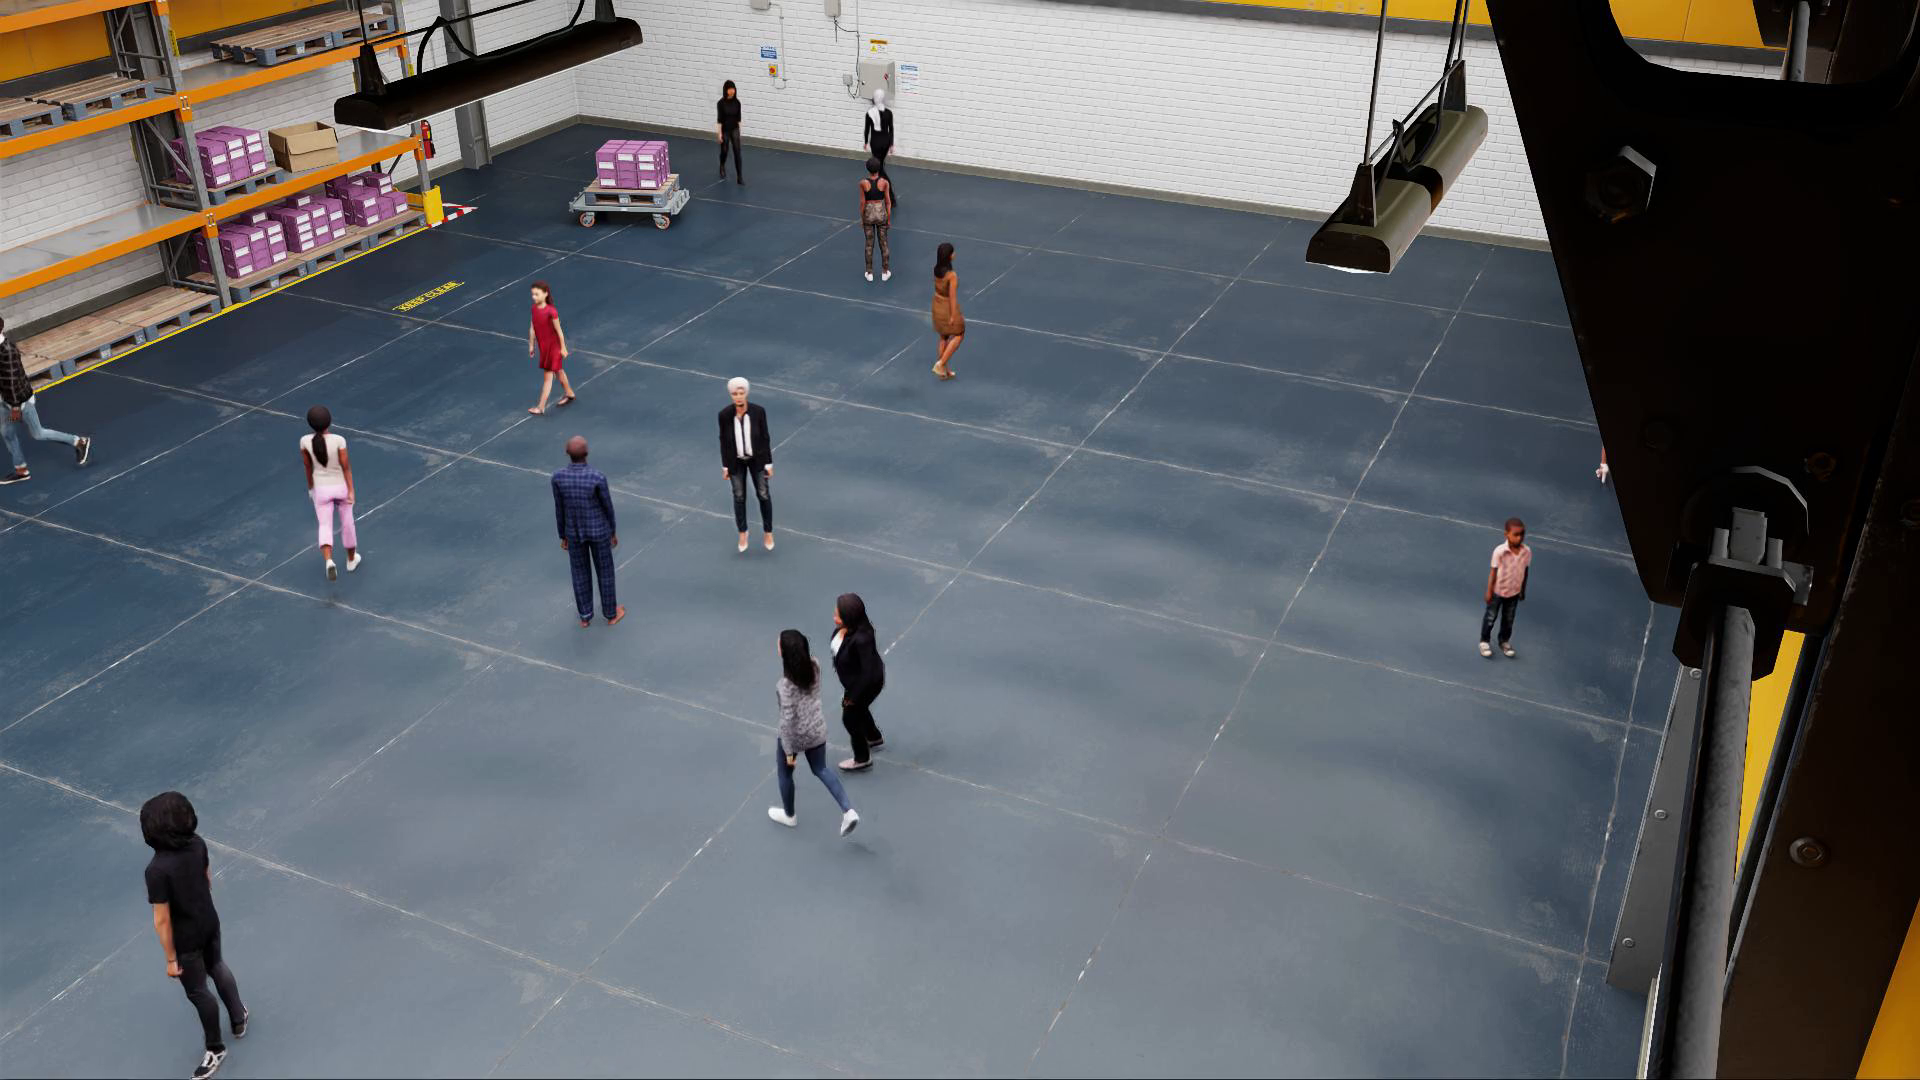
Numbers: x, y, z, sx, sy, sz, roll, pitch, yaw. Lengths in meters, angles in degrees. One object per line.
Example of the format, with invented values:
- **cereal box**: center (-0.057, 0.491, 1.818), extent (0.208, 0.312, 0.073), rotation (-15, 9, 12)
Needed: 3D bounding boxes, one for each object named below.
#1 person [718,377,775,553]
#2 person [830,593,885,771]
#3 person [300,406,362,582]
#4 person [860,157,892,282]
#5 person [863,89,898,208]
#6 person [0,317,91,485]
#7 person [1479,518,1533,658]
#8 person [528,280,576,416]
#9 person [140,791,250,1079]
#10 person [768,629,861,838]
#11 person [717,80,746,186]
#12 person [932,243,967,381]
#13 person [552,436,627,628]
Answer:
- **person**: center (-1.958, -0.719, 15.631), extent (0.817, 1.781, 0.739), rotation (0, 29, 0)
- **person**: center (-0.722, 1.086, 12.687), extent (0.898, 1.579, 0.842), rotation (-7, 29, -13)
- **person**: center (-5.786, -0.400, 15.261), extent (0.898, 1.724, 1.041), rotation (-3, 29, -6)
- **person**: center (-1.147, -4.354, 22.534), extent (0.658, 1.701, 0.676), rotation (-2, 29, -3)
- **person**: center (-1.176, -5.919, 25.378), extent (1.171, 1.724, 1.073), rotation (-17, 33, -28)
- **person**: center (-9.607, -1.465, 17.149), extent (0.896, 1.786, 1.234), rotation (25, 37, 38)
- **person**: center (4.675, 0.391, 14.248), extent (0.568, 1.306, 0.602), rotation (-3, 29, -6)
- **person**: center (-4.588, -2.213, 18.797), extent (0.646, 1.519, 1.028), rotation (17, 33, 28)
- **person**: center (-4.648, 2.407, 10.050), extent (0.900, 1.785, 0.617), rotation (-1, 29, -1)
- **person**: center (-1.061, 1.422, 11.939), extent (0.848, 1.707, 1.030), rotation (22, 36, 35)
- **person**: center (-3.726, -6.540, 26.636), extent (1.041, 1.609, 1.086), rotation (-10, 30, -18)
- **person**: center (-0.217, -2.630, 19.397), extent (0.780, 1.678, 0.701), rotation (-22, 35, -34)
- **person**: center (-3.263, -0.076, 14.568), extent (0.750, 1.818, 0.743), rotation (0, 29, -1)
